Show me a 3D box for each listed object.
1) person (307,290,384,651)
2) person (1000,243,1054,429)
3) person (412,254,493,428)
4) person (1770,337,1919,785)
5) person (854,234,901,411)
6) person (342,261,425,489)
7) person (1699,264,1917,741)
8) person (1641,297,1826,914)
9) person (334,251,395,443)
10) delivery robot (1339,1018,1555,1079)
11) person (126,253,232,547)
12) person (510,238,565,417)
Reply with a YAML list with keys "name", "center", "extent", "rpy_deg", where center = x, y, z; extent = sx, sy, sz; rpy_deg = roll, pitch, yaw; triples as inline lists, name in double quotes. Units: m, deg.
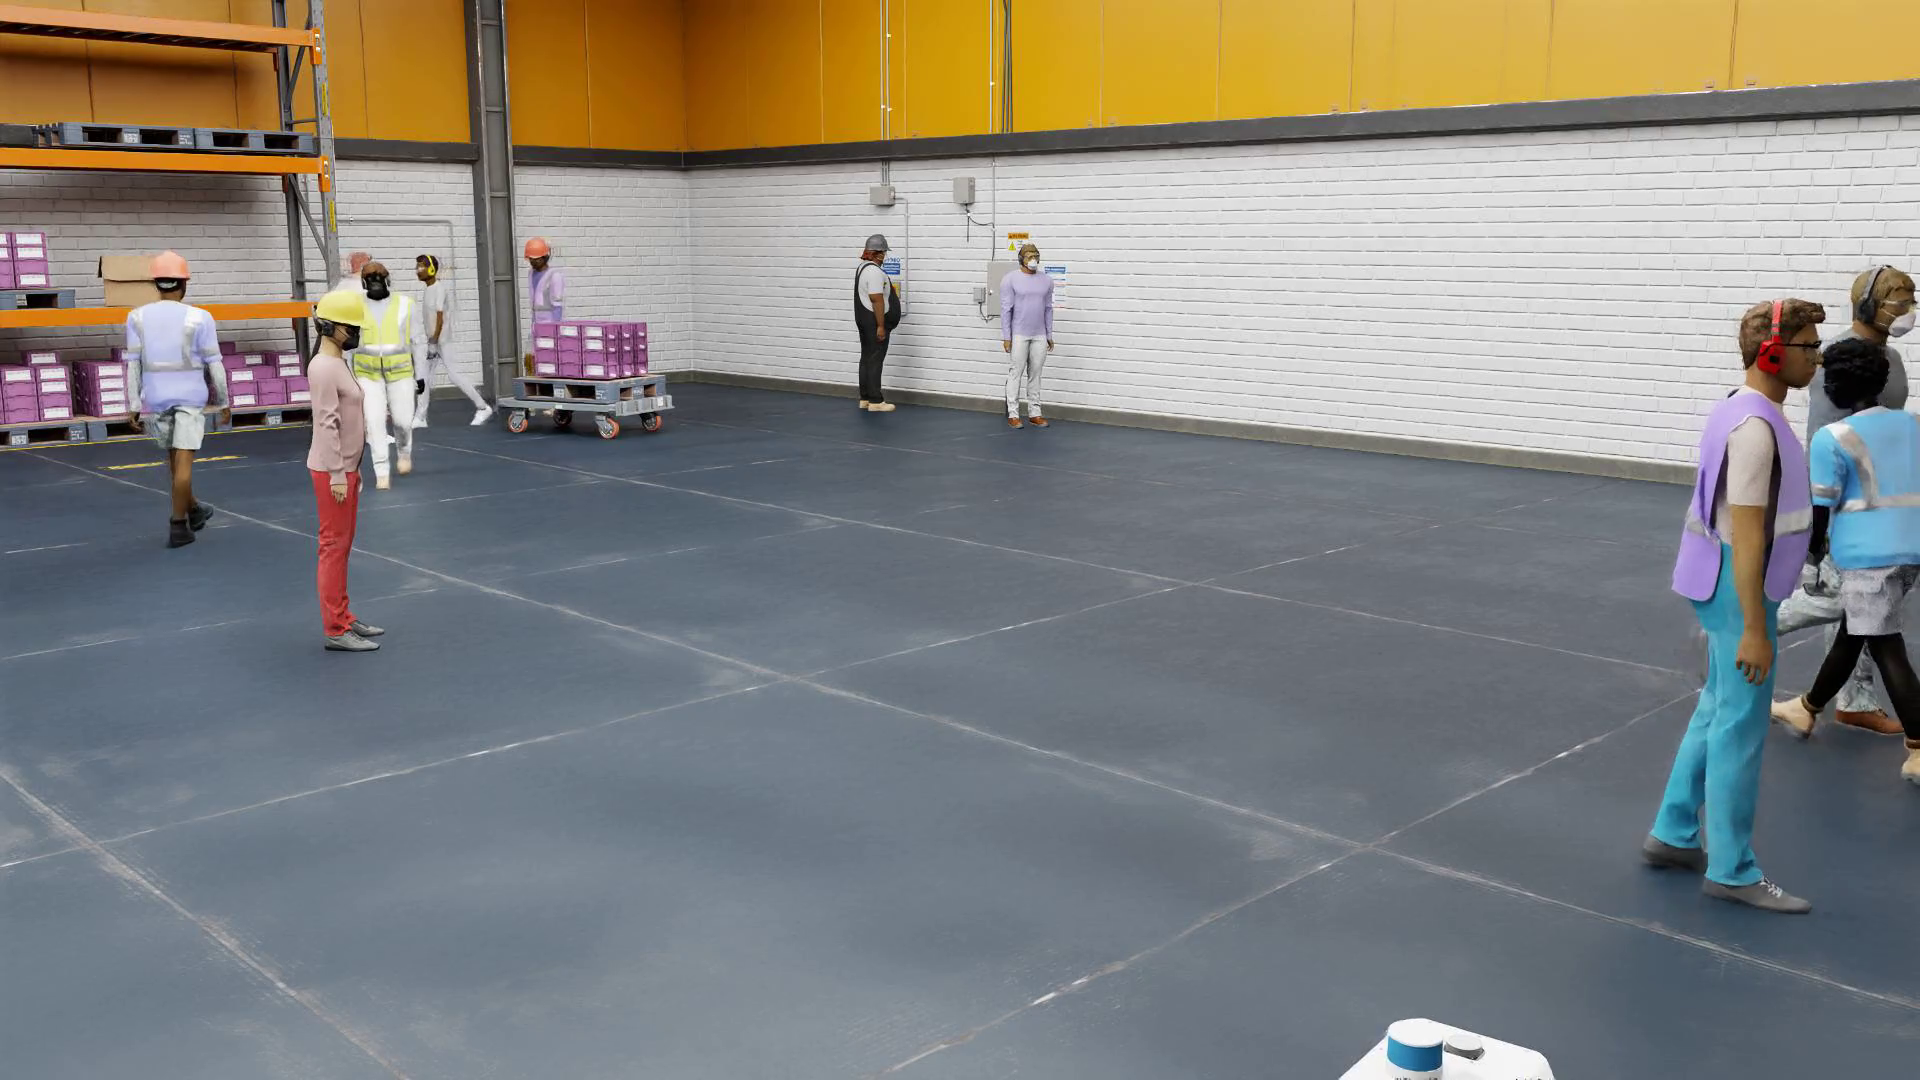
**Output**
- name: "person"
  center: [-3.022, -0.339, 8.167]
  extent: [0.328, 1.759, 0.524]
  rpy_deg: [-2, 11, -13]
- name: "person"
  center: [0.718, -2.146, 17.527]
  extent: [0.629, 1.940, 0.372]
  rpy_deg: [-6, 12, -28]
- name: "person"
  center: [-5.450, -2.093, 17.563]
  extent: [0.932, 1.838, 0.503]
  rpy_deg: [-9, 14, -40]
- name: "person"
  center: [3.462, 0.058, 6.306]
  extent: [0.574, 1.633, 0.863]
  rpy_deg: [-4, 11, -21]
- name: "person"
  center: [-0.949, -2.524, 19.308]
  extent: [0.536, 2.000, 0.688]
  rpy_deg: [-4, 11, -19]
- name: "person"
  center: [-4.656, -1.340, 13.447]
  extent: [0.638, 1.821, 0.636]
  rpy_deg: [-3, 11, -15]
- name: "person"
  center: [3.548, -0.164, 6.802]
  extent: [0.637, 1.917, 0.759]
  rpy_deg: [-10, 14, -43]
- name: "person"
  center: [2.388, 0.193, 5.065]
  extent: [0.418, 1.857, 0.564]
  rpy_deg: [4, 11, 22]
- name: "person"
  center: [-5.812, -1.826, 15.957]
  extent: [0.654, 1.873, 0.724]
  rpy_deg: [9, 14, 40]
- name: "delivery robot"
  center: [0.837, 1.142, 3.101]
  extent: [0.477, 0.478, 0.707]
  rpy_deg: [8, 14, 37]
- name: "person"
  center: [-5.148, -0.944, 11.073]
  extent: [0.574, 1.896, 0.930]
  rpy_deg: [0, 10, -2]
- name: "person"
  center: [-4.651, -2.320, 18.337]
  extent: [0.699, 1.985, 0.833]
  rpy_deg: [9, 14, 40]
